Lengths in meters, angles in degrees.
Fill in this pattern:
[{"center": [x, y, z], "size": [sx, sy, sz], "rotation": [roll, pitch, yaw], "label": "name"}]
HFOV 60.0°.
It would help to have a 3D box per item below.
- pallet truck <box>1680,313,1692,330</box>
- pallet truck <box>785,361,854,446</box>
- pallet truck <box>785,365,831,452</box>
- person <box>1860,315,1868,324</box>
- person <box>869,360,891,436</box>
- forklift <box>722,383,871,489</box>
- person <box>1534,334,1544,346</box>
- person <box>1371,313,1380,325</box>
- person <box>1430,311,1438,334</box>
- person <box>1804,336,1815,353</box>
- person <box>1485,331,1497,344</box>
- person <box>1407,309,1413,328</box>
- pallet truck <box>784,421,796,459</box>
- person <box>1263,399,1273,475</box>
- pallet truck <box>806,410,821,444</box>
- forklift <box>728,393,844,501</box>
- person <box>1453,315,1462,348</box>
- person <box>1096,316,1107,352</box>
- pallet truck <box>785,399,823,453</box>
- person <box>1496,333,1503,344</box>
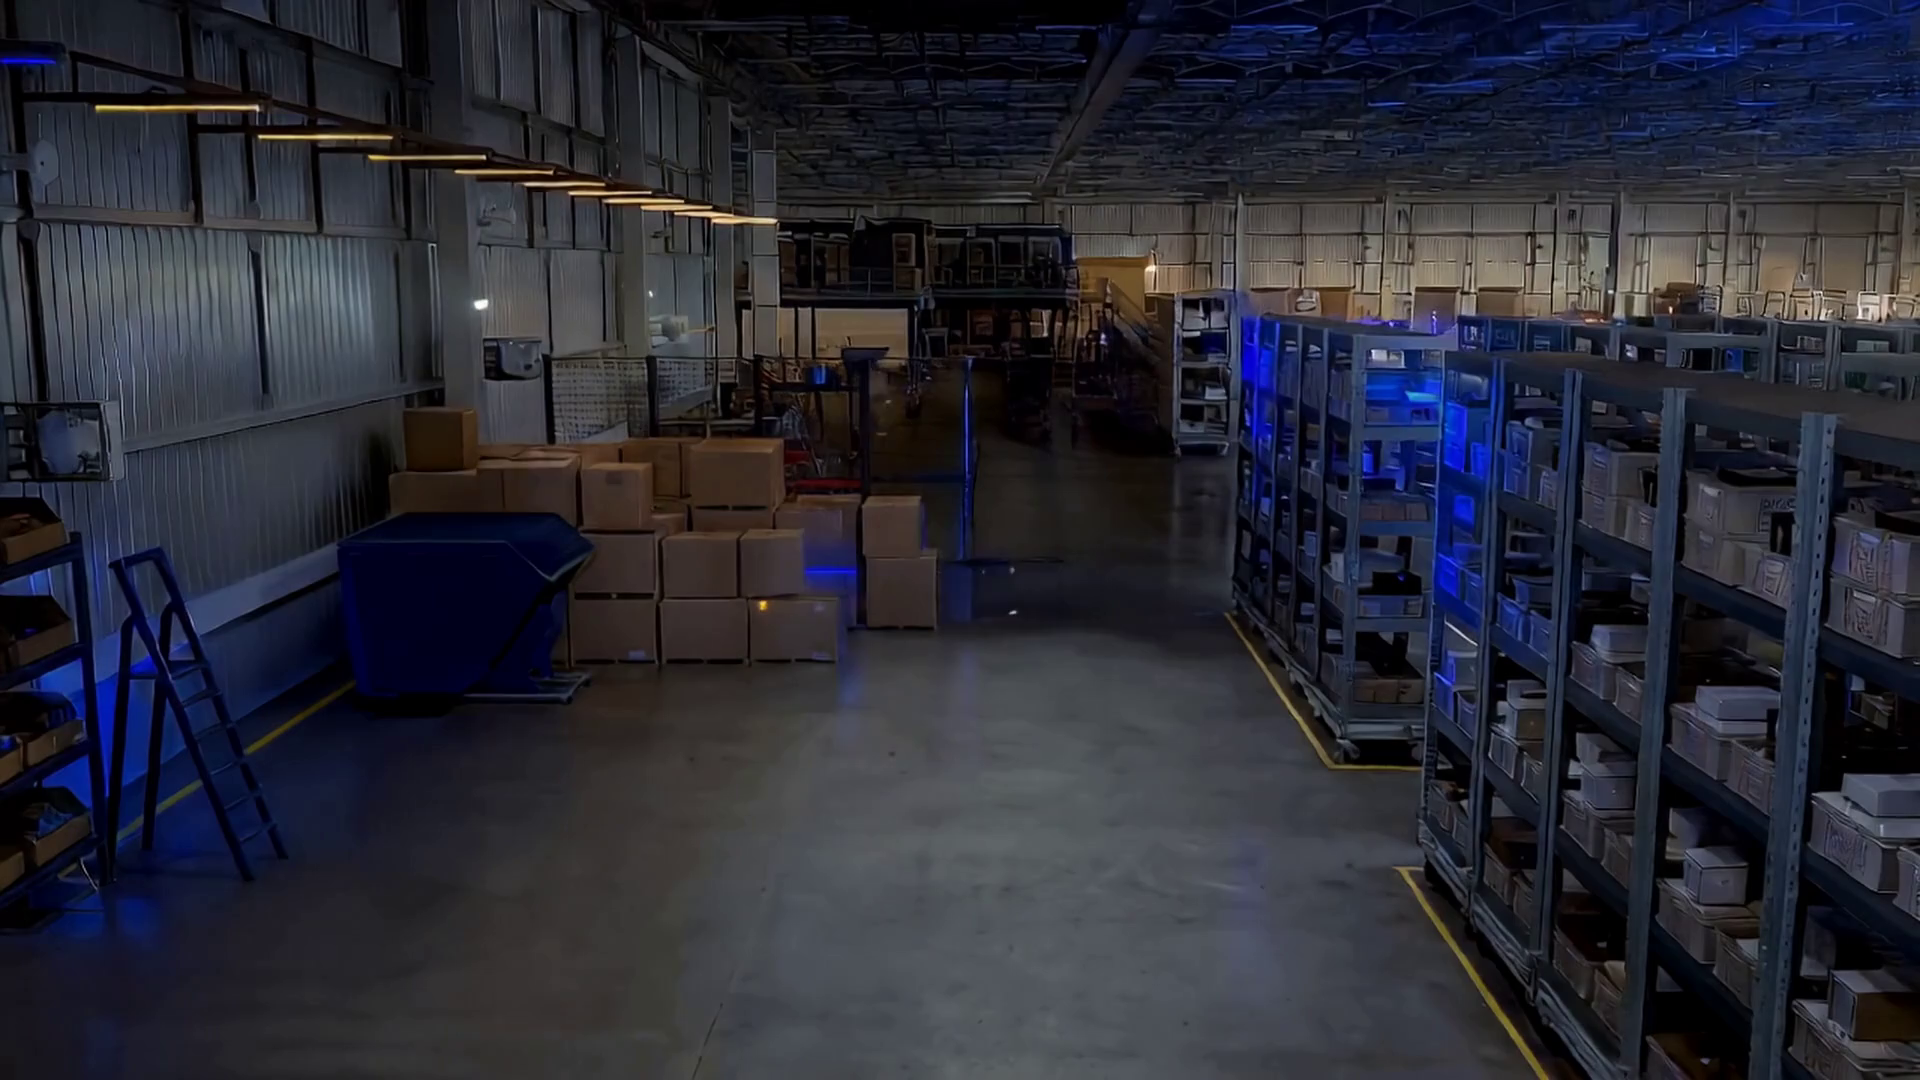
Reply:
[{"center": [36.315, -10.531, 84.244], "size": [0.823, 1.965, 1.885], "rotation": [-6, 11, -33], "label": "pallet truck"}, {"center": [-3.410, -3.193, 38.978], "size": [1.885, 1.965, 0.823], "rotation": [0, 9, -1], "label": "pallet truck"}, {"center": [-3.774, -2.976, 37.635], "size": [1.885, 1.965, 0.823], "rotation": [1, 9, 5], "label": "pallet truck"}, {"center": [44.308, -10.059, 81.608], "size": [0.422, 1.913, 0.603], "rotation": [2, 9, 11], "label": "person"}, {"center": [-1.963, -3.515, 41.279], "size": [0.432, 1.892, 0.658], "rotation": [7, 12, 37], "label": "person"}, {"center": [-2.893, -1.687, 28.729], "size": [2.680, 1.987, 1.157], "rotation": [0, 9, -1], "label": "forklift"}, {"center": [24.075, -8.027, 69.097], "size": [0.497, 1.898, 0.596], "rotation": [8, 12, 42], "label": "person"}, {"center": [21.517, -10.848, 86.514], "size": [0.867, 1.894, 0.633], "rotation": [-6, 11, -35], "label": "person"}, {"center": [26.371, -11.800, 92.548], "size": [0.429, 1.841, 0.633], "rotation": [2, 10, 15], "label": "person"}, {"center": [31.996, -6.959, 62.626], "size": [0.335, 1.865, 0.521], "rotation": [-2, 9, -14], "label": "person"}, {"center": [19.700, -6.840, 61.685], "size": [0.543, 1.926, 0.633], "rotation": [9, 13, 44], "label": "person"}, {"center": [25.594, -12.174, 94.625], "size": [0.395, 1.920, 0.584], "rotation": [5, 11, 29], "label": "person"}, {"center": [-4.013, -1.793, 32.705], "size": [1.601, 1.201, 0.680], "rotation": [0, 9, 1], "label": "pallet truck"}, {"center": [6.275, -2.319, 33.445], "size": [0.374, 2.044, 0.606], "rotation": [2, 9, 10], "label": "person"}, {"center": [-3.559, -2.018, 33.905], "size": [1.522, 1.261, 0.704], "rotation": [0, 9, -1], "label": "pallet truck"}, {"center": [-2.979, -1.316, 26.476], "size": [2.680, 1.987, 1.157], "rotation": [0, 9, 1], "label": "forklift"}, {"center": [25.874, -10.826, 86.616], "size": [0.637, 1.825, 0.587], "rotation": [-4, 10, -23], "label": "person"}, {"center": [7.012, -10.353, 83.672], "size": [0.814, 1.835, 0.604], "rotation": [-9, 13, -44], "label": "person"}, {"center": [-3.814, -2.432, 36.419], "size": [1.630, 1.274, 0.653], "rotation": [0, 9, 1], "label": "pallet truck"}, {"center": [21.723, -7.729, 67.245], "size": [0.646, 1.909, 0.449], "rotation": [7, 11, 37], "label": "person"}]
